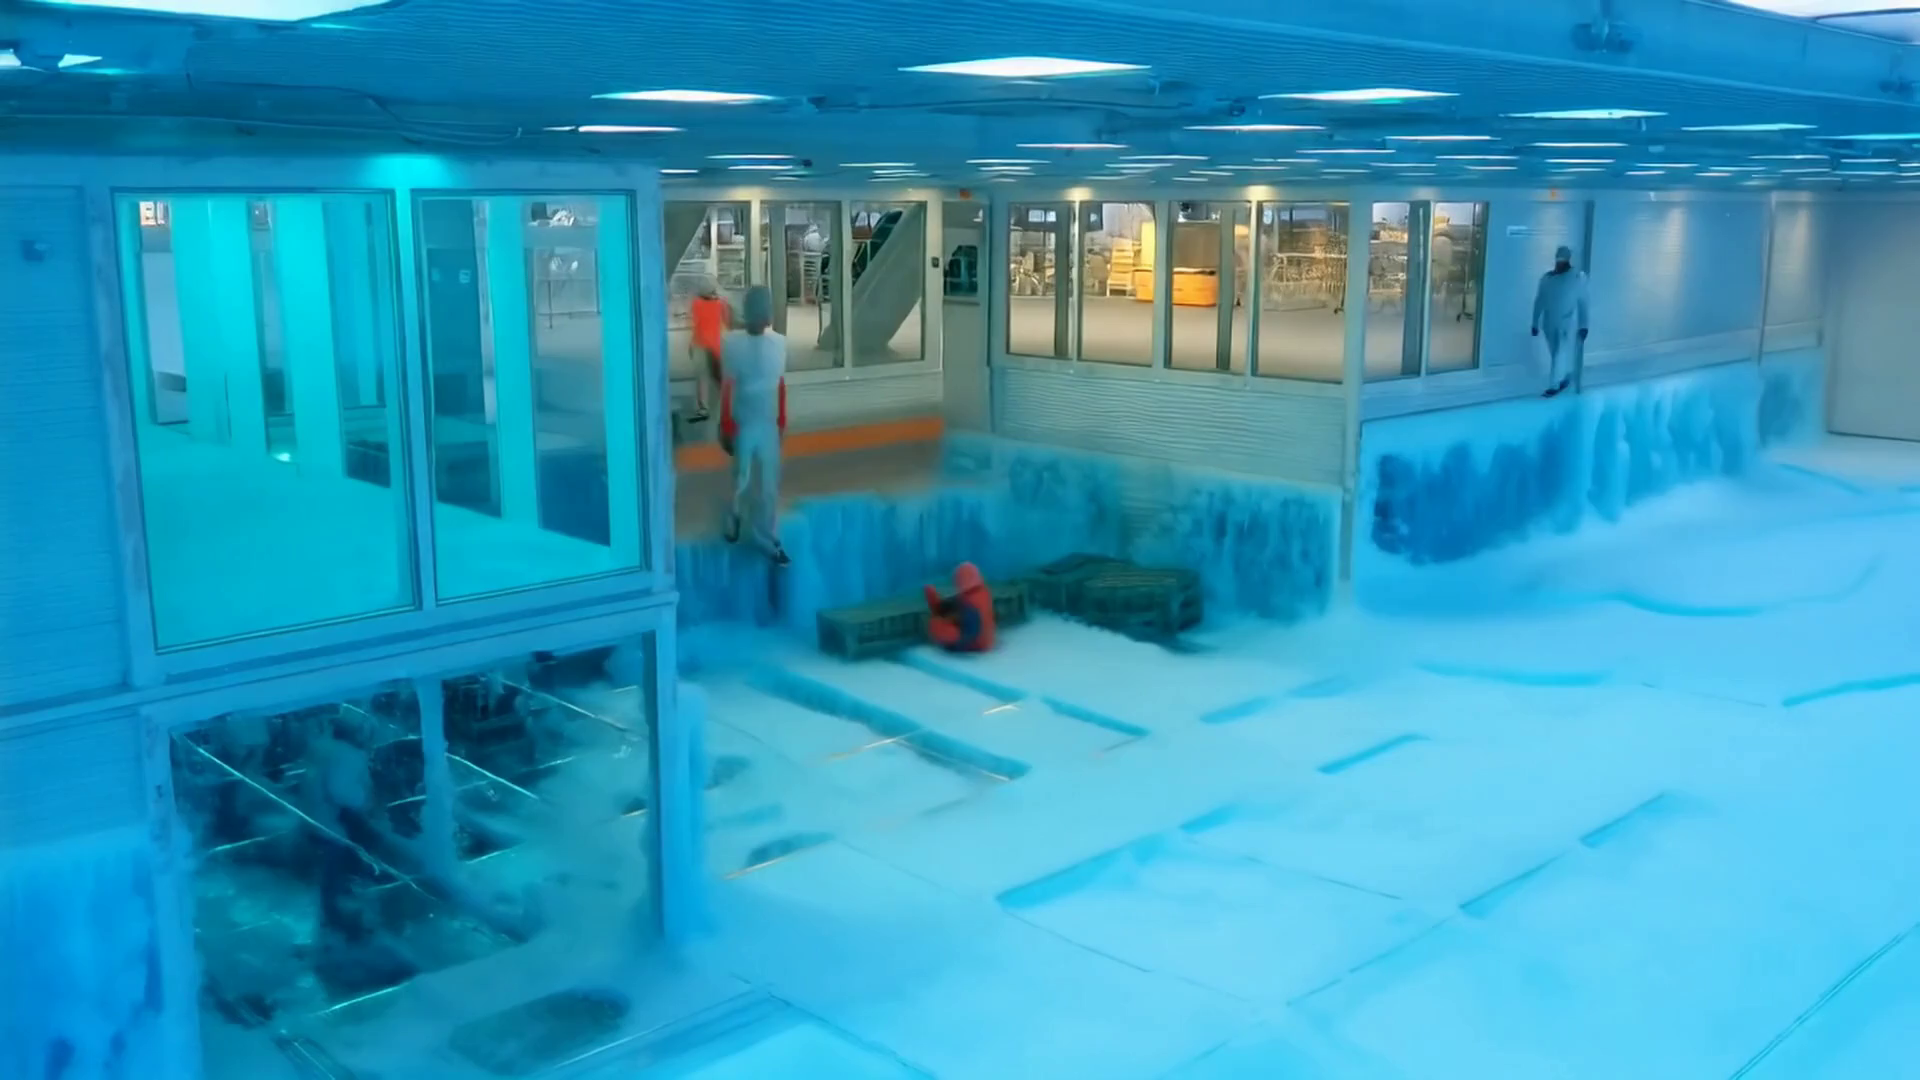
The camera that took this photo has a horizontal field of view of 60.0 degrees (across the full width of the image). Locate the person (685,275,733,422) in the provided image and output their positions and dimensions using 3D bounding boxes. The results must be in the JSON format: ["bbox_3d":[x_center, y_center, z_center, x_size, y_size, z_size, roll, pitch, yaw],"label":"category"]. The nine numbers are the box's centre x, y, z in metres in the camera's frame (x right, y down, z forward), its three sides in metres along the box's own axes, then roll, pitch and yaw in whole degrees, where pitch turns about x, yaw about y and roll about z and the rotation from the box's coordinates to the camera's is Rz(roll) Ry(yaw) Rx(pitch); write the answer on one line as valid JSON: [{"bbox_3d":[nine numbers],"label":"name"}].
[{"bbox_3d":[-2.732,-2.059,18.039,0.590,1.614,0.322,5,12,25],"label":"person"}]

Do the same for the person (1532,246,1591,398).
[{"bbox_3d":[7.524,-2.735,20.793,0.983,1.864,0.662,-10,15,-42],"label":"person"}]

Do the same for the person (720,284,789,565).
[{"bbox_3d":[-1.391,-0.791,11.117,0.524,1.847,0.851,-5,13,-26],"label":"person"}]
